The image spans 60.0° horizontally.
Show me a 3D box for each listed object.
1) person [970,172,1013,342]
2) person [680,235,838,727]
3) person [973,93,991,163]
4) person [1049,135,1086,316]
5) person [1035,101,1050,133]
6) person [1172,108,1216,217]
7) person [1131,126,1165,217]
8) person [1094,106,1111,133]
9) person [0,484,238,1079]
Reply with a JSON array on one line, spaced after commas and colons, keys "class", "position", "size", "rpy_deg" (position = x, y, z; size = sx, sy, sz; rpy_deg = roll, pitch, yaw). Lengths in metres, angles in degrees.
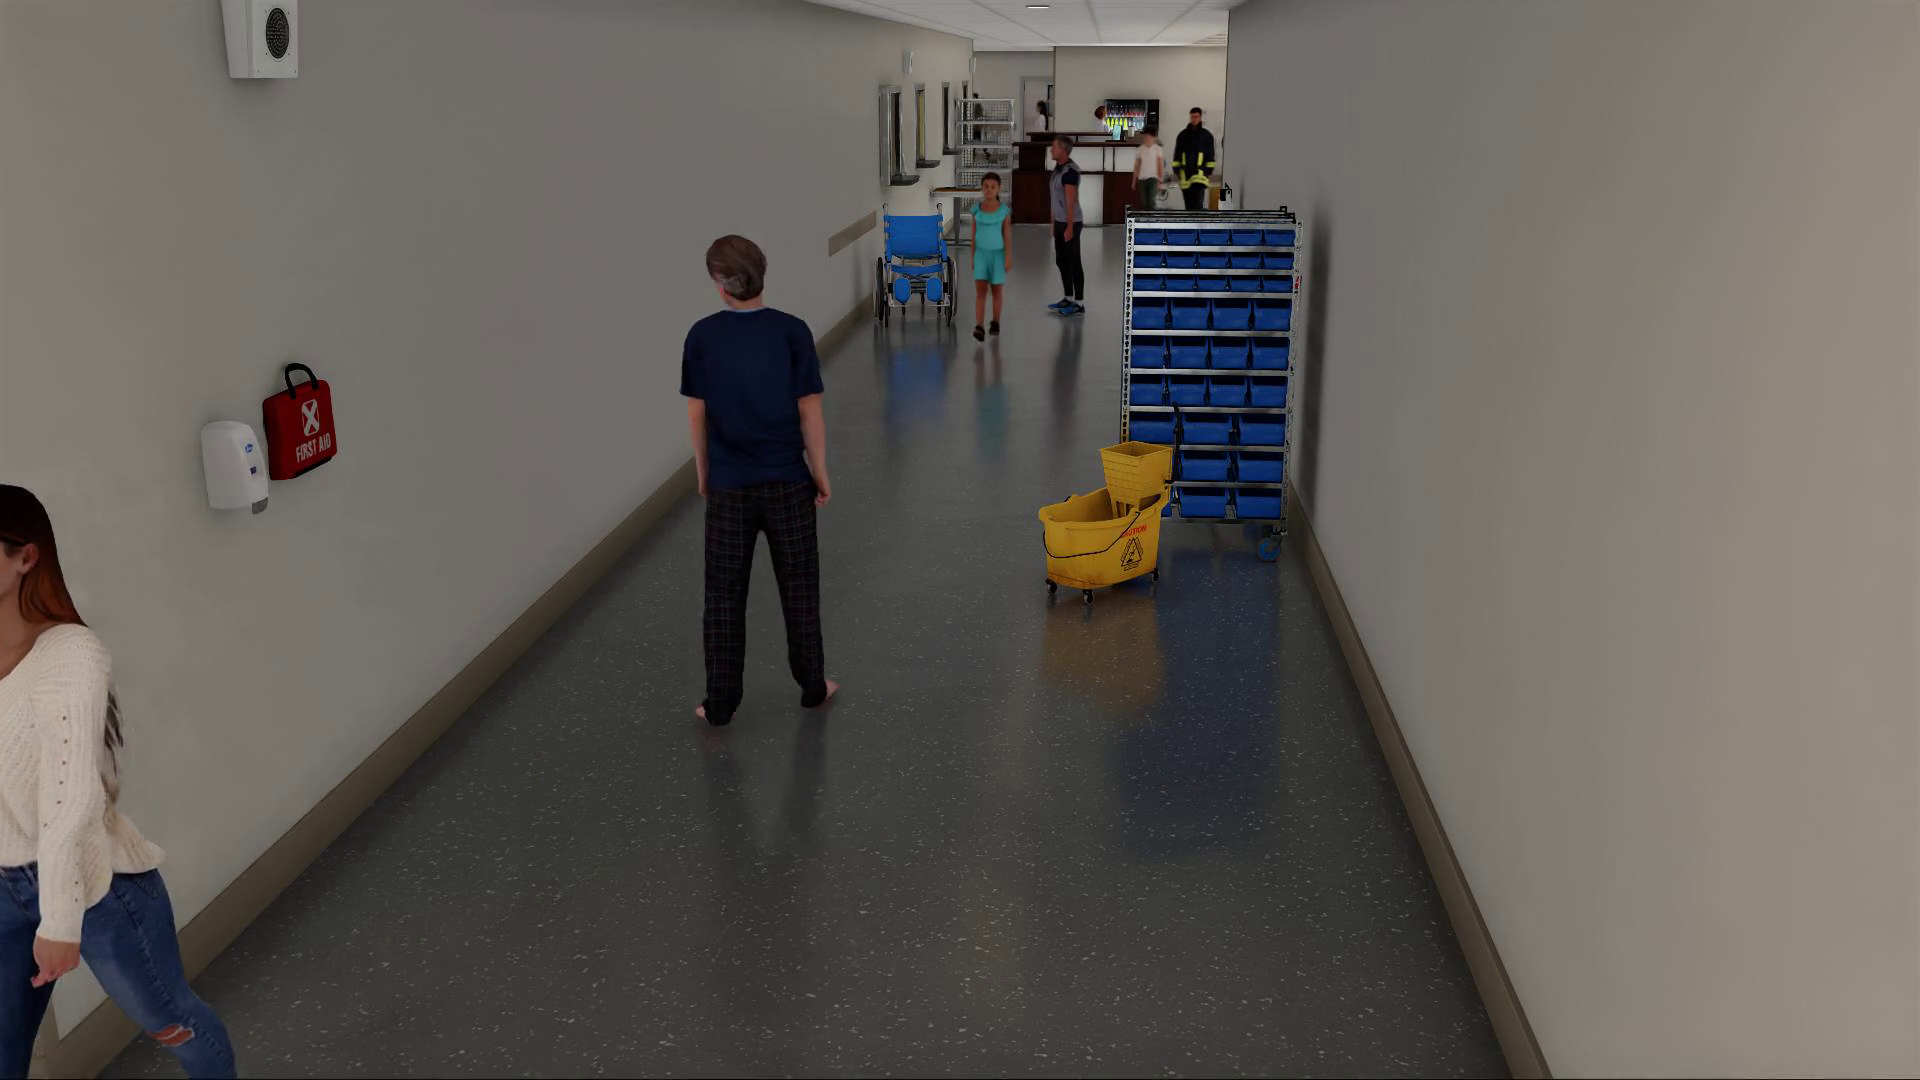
[{"class": "person", "position": [0.300, -2.616, 15.469], "size": [0.999, 1.515, 0.673], "rpy_deg": [3, 16, 9]}, {"class": "person", "position": [-0.792, -0.204, 6.302], "size": [0.753, 1.848, 0.806], "rpy_deg": [4, 16, 14]}, {"class": "person", "position": [0.480, -11.092, 44.878], "size": [1.095, 1.871, 0.942], "rpy_deg": [11, 19, 33]}, {"class": "person", "position": [1.132, -3.248, 17.163], "size": [0.683, 1.813, 0.749], "rpy_deg": [-4, 16, -13]}, {"class": "person", "position": [1.909, -8.734, 36.710], "size": [1.215, 1.765, 0.790], "rpy_deg": [4, 16, 15]}, {"class": "person", "position": [3.603, -5.655, 25.530], "size": [0.926, 1.906, 0.976], "rpy_deg": [7, 17, 22]}, {"class": "person", "position": [2.880, -5.401, 25.140], "size": [0.961, 1.628, 0.846], "rpy_deg": [6, 17, 21]}, {"class": "person", "position": [3.131, -8.765, 36.918], "size": [0.583, 1.711, 0.638], "rpy_deg": [1, 16, 4]}, {"class": "person", "position": [-1.765, 0.715, 3.428], "size": [1.121, 1.639, 0.907], "rpy_deg": [6, 17, 21]}]
